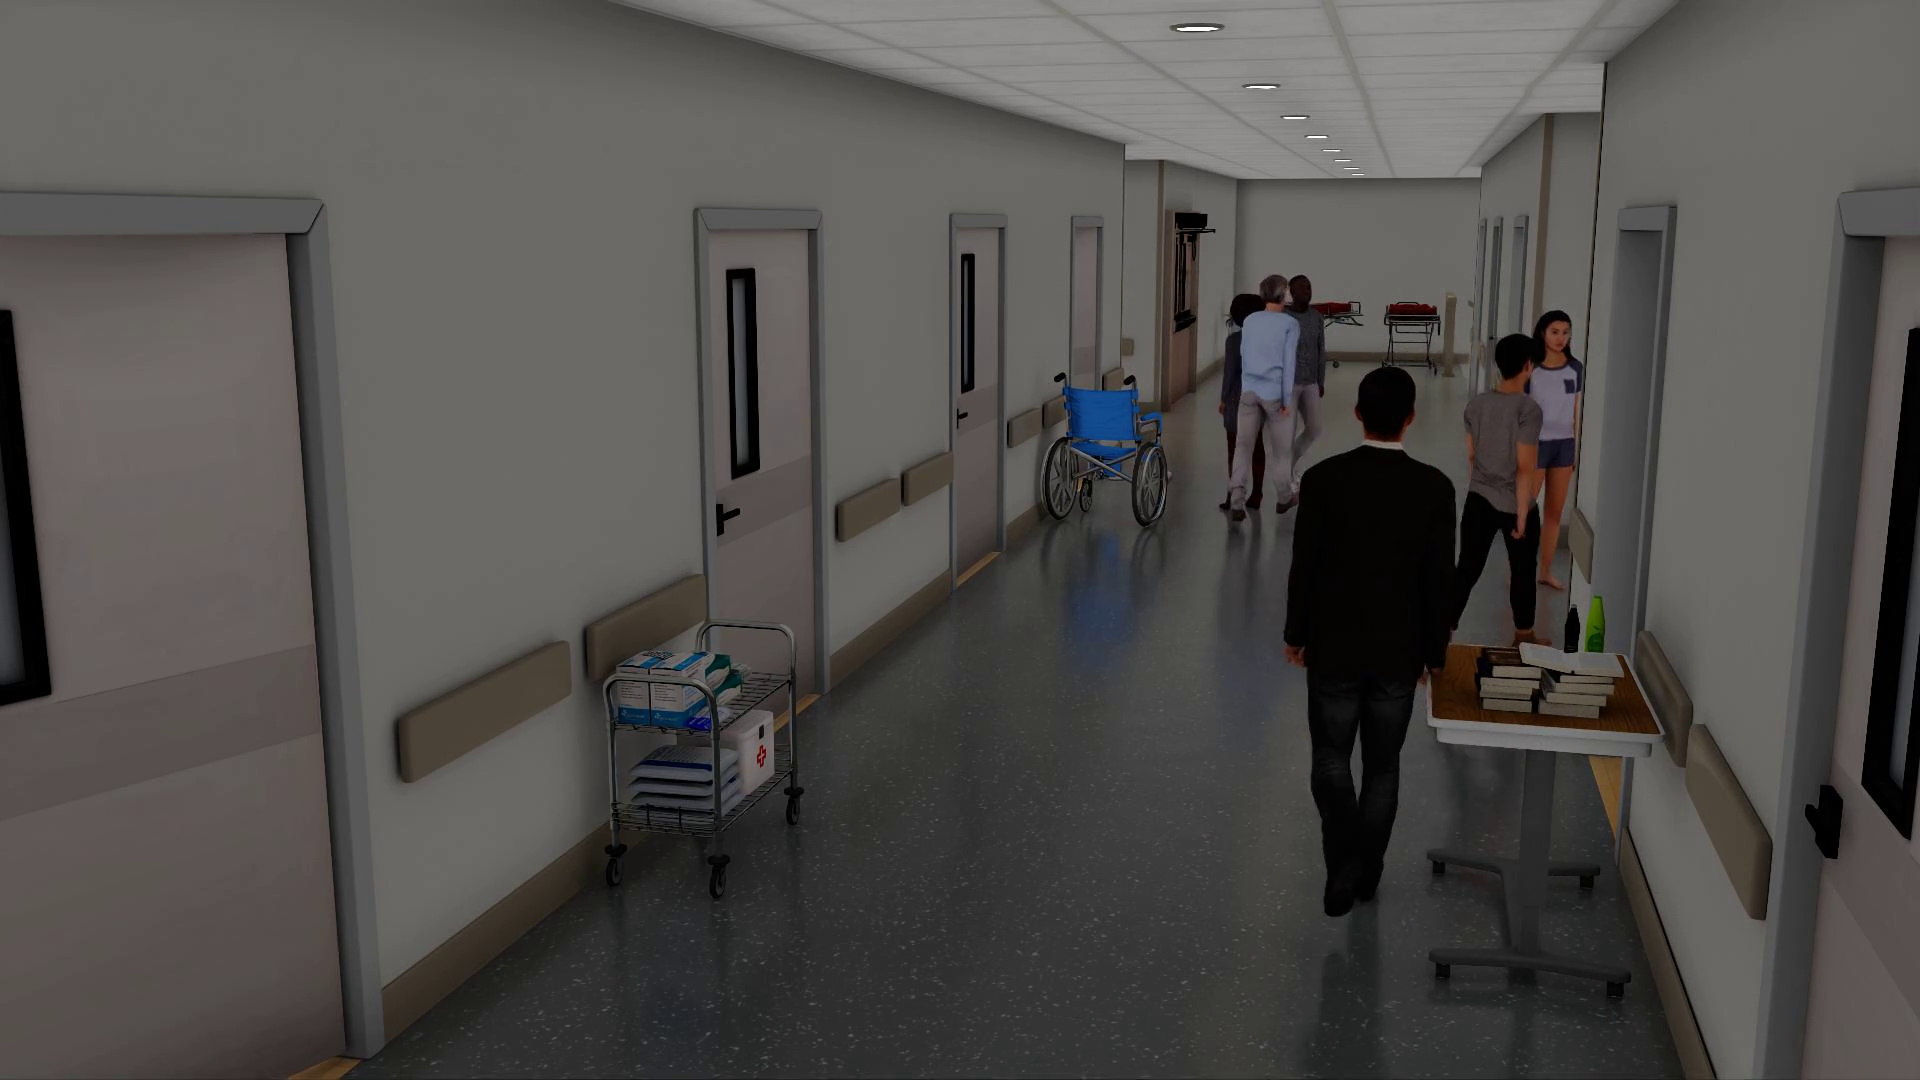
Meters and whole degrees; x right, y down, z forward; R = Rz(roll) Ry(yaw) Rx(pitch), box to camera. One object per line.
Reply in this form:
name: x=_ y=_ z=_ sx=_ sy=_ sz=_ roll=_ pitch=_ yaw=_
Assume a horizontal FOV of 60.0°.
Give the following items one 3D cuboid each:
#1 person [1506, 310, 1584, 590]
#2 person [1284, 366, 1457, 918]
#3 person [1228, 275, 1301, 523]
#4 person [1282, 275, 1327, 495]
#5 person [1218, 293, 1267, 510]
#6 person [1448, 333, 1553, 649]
person: x=3.626 y=-0.554 z=10.296 sx=0.650 sy=1.732 sz=0.625 roll=-2 pitch=11 yaw=-9
person: x=1.304 y=0.353 z=5.354 sx=0.722 sy=1.791 sz=0.929 roll=2 pitch=11 yaw=11
person: x=2.232 y=-1.001 z=12.377 sx=0.963 sy=1.833 sz=1.351 roll=7 pitch=13 yaw=31
person: x=2.789 y=-1.305 z=13.990 sx=0.857 sy=1.829 sz=0.911 roll=-3 pitch=11 yaw=-17
person: x=2.266 y=-1.094 z=13.199 sx=0.657 sy=1.711 sz=0.702 roll=-5 pitch=12 yaw=-25
person: x=2.651 y=-0.160 z=8.368 sx=1.205 sy=1.675 sz=1.065 roll=-8 pitch=13 yaw=-37
